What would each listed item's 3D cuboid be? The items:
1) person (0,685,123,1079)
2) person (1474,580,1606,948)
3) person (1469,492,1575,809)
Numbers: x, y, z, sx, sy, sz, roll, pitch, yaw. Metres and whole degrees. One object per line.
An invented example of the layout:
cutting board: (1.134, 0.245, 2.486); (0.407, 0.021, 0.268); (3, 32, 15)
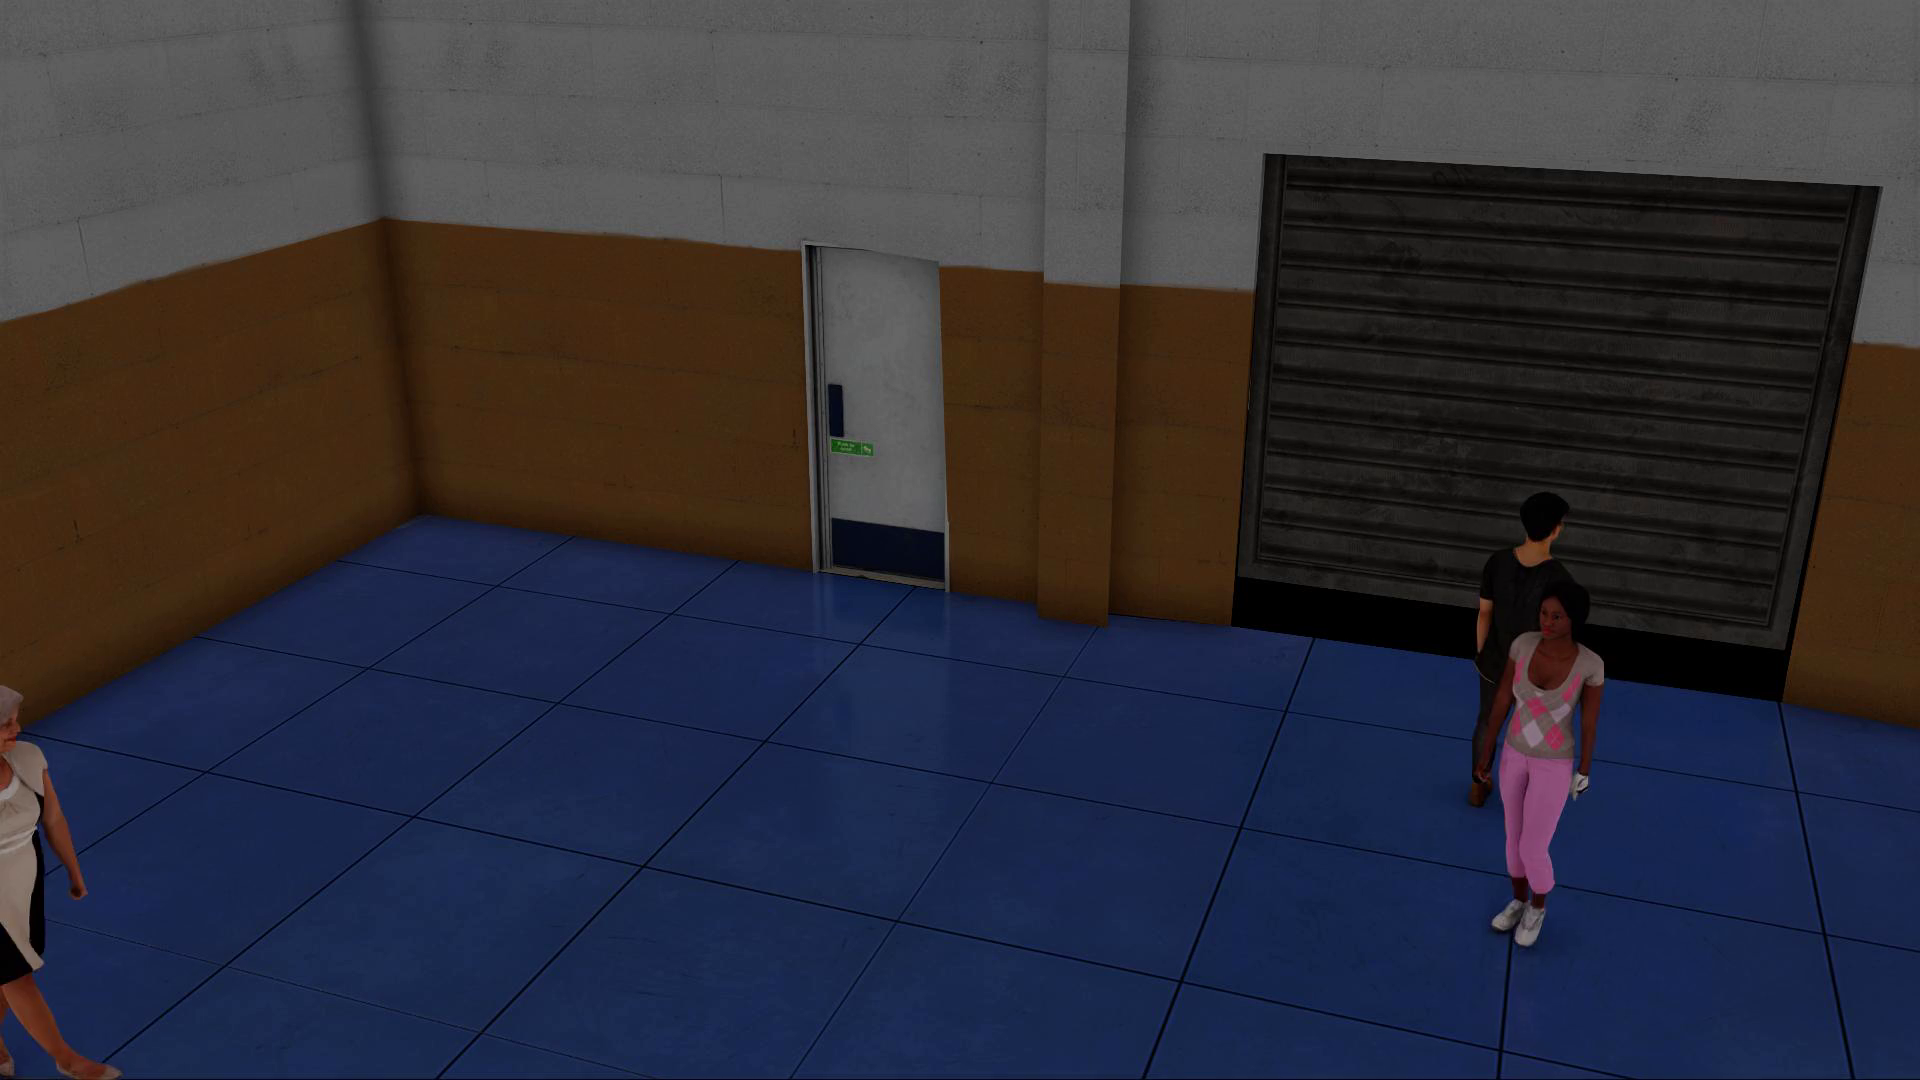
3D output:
person: (-3.754, 1.353, 6.360); (0.976, 1.710, 0.705); (14, 26, 31)
person: (2.583, 0.961, 7.314); (0.770, 1.727, 0.698); (-18, 28, -38)
person: (2.784, 0.579, 8.278); (0.614, 1.716, 0.751); (19, 29, 39)
